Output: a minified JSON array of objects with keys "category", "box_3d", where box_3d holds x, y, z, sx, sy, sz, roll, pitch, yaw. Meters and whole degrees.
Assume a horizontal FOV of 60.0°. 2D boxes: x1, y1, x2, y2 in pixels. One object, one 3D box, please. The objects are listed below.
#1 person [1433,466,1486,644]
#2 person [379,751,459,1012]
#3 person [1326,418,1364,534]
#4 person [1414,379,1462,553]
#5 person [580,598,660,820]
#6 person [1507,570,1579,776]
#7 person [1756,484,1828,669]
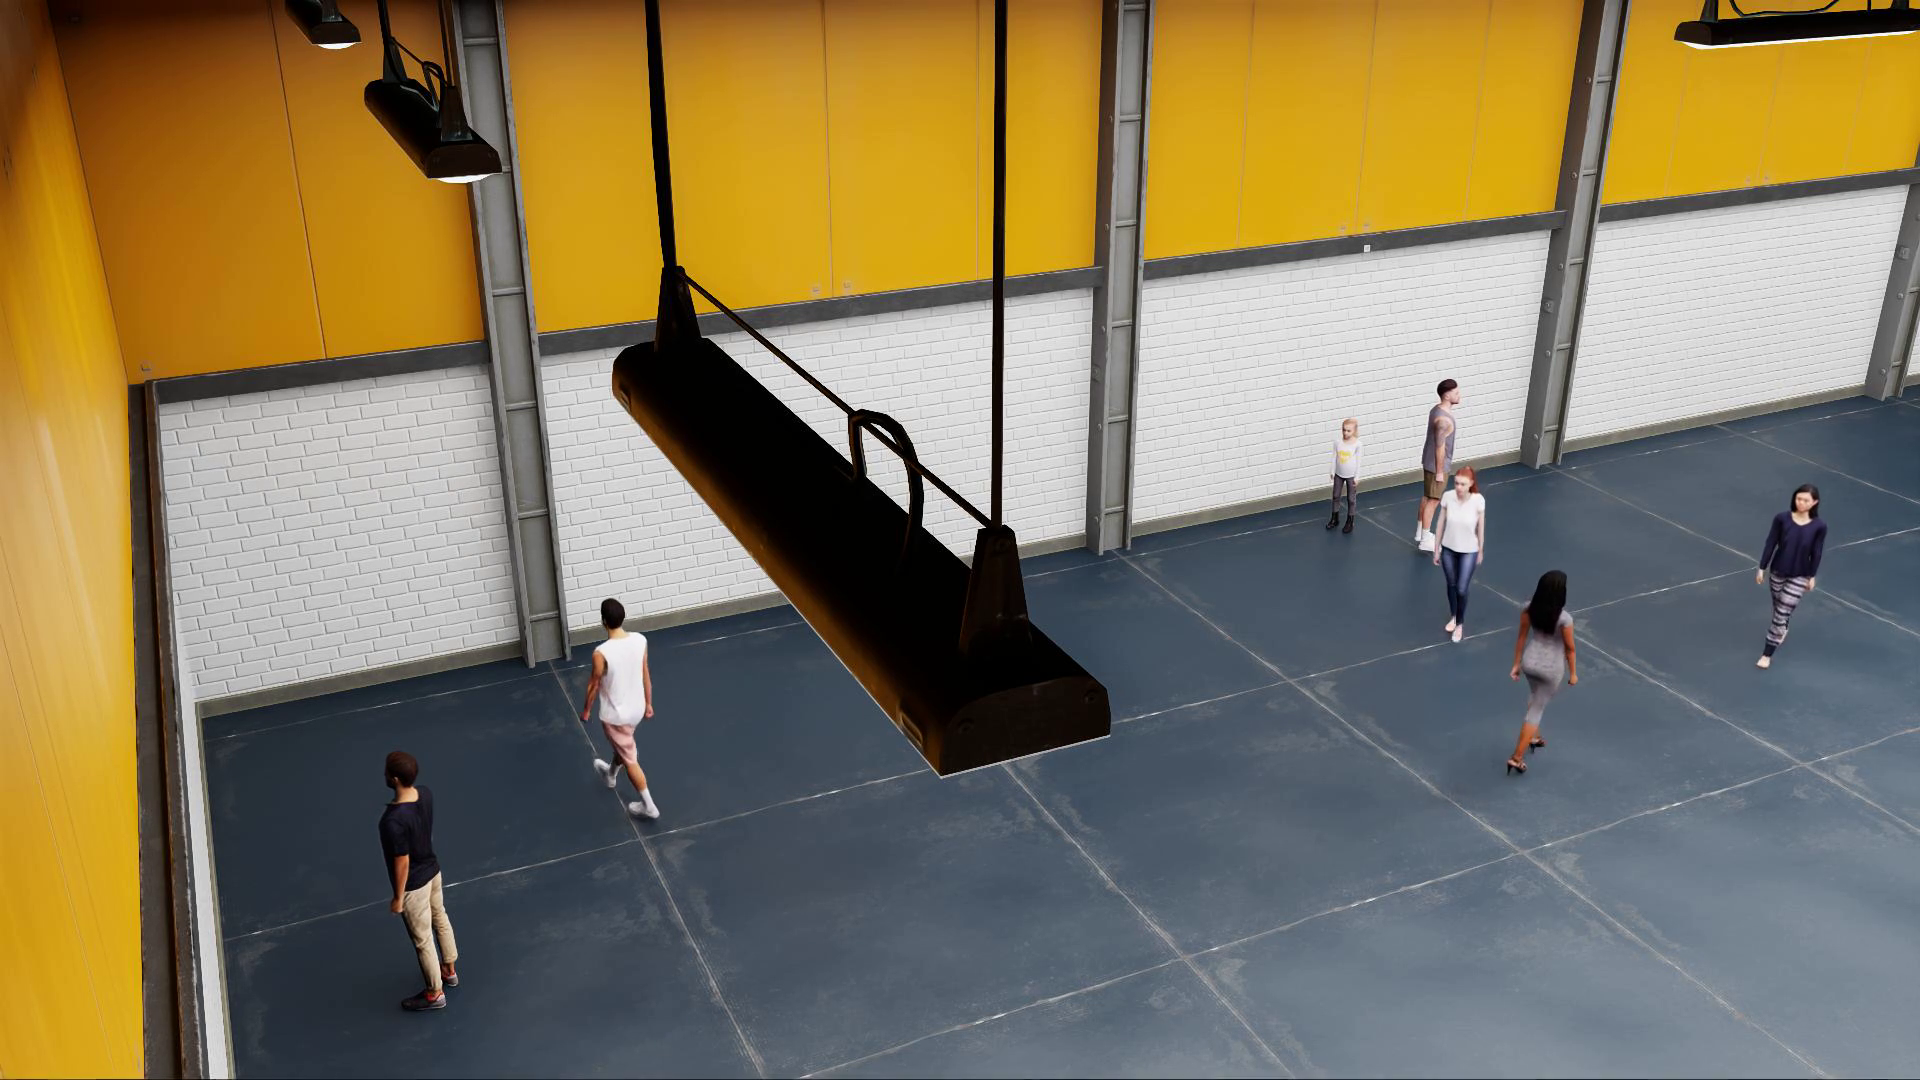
[{"category":"person","box_3d":[4.732,0.089,15.659,0.778,1.707,0.866,13,27,27]},{"category":"person","box_3d":[-3.488,2.174,10.699,0.719,1.860,0.709,4,24,8]},{"category":"person","box_3d":[4.198,-0.719,18.044,0.565,1.277,0.609,14,27,29]},{"category":"person","box_3d":[4.968,-0.804,17.328,0.741,1.845,0.719,3,24,6]},{"category":"person","box_3d":[-2.546,1.346,12.750,1.023,1.735,1.152,19,30,37]},{"category":"person","box_3d":[4.591,1.100,13.283,0.921,1.759,0.699,-16,28,-32]},{"category":"person","box_3d":[7.622,0.280,15.245,0.939,1.689,1.191,18,29,35]}]
